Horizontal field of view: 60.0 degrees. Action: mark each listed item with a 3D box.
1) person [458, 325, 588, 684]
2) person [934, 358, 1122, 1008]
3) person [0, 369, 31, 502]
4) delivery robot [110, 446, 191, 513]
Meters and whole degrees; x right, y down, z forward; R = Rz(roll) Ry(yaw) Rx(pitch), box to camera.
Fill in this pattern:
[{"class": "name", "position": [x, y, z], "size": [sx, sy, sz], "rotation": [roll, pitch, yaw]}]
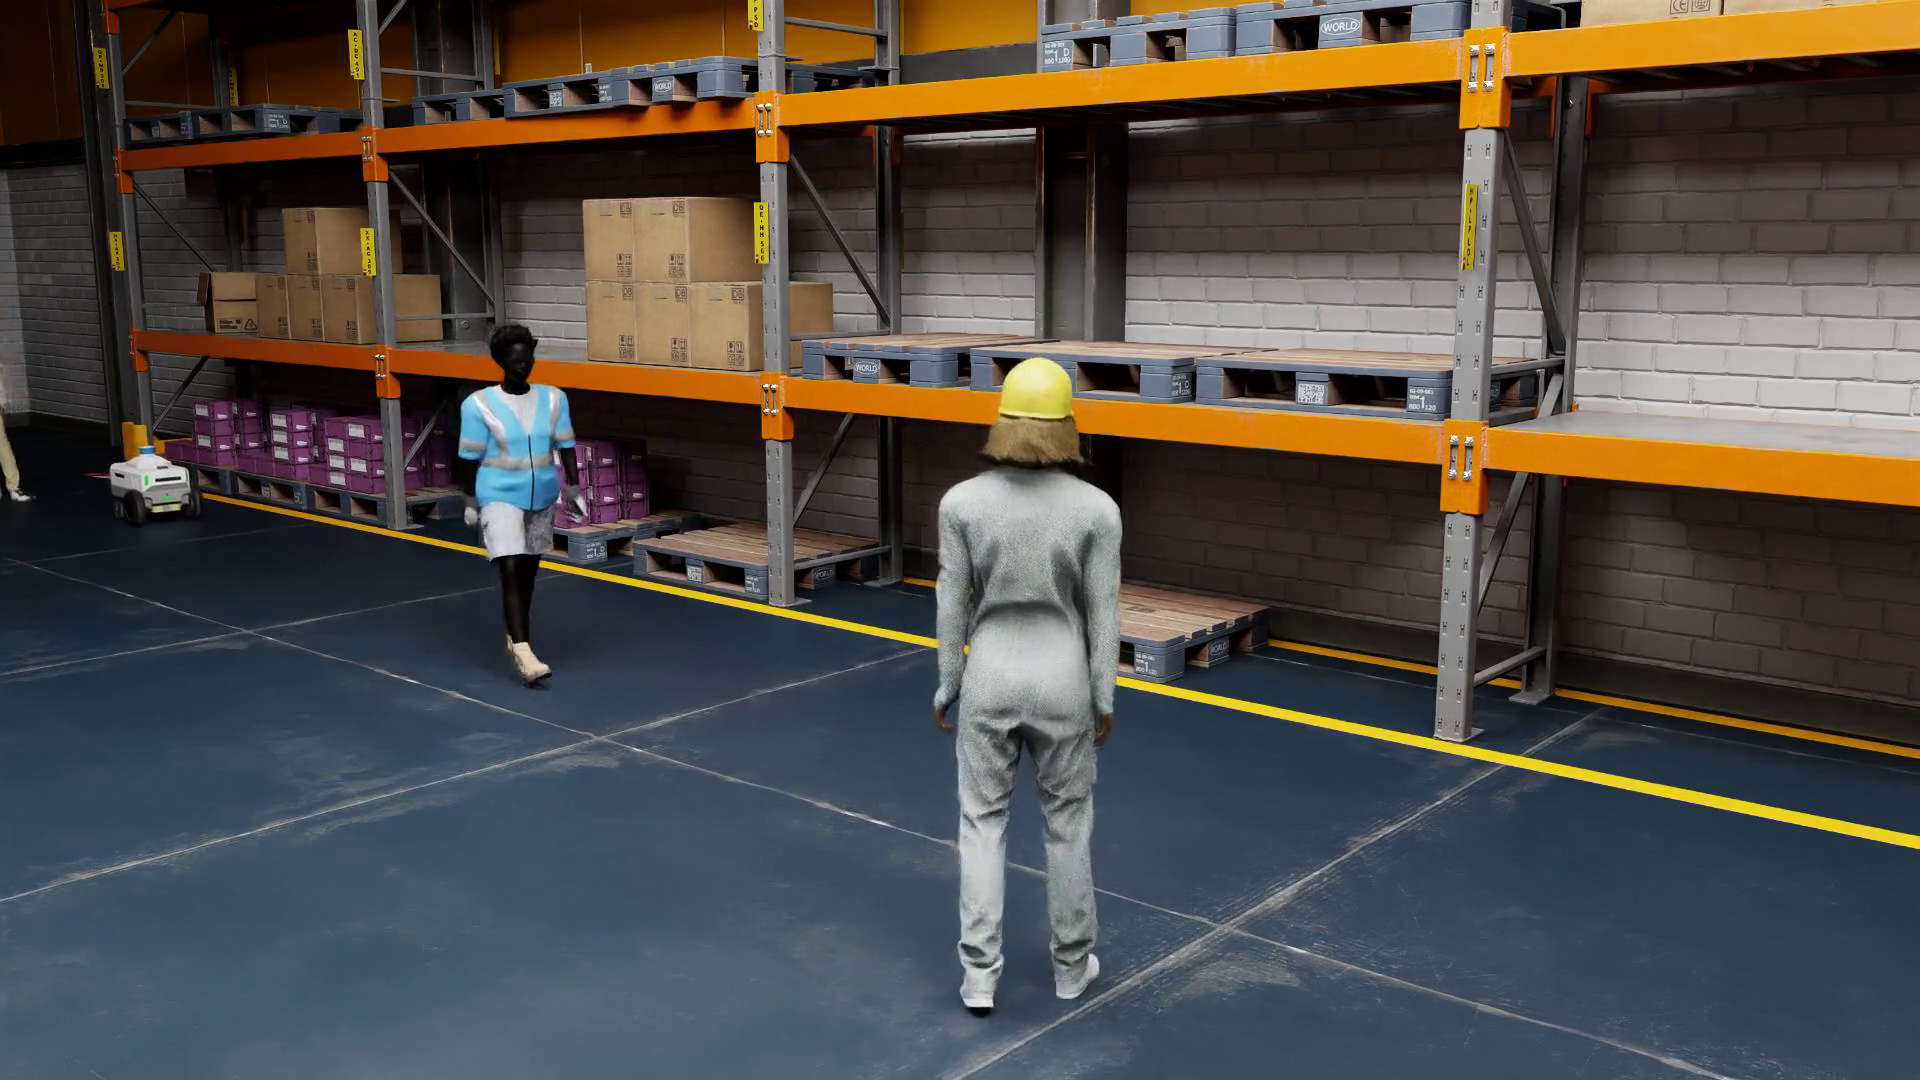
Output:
[{"class": "person", "position": [-2.020, -0.168, 7.798], "size": [0.548, 1.656, 0.815], "rotation": [-9, 13, -40]}, {"class": "person", "position": [0.179, 0.393, 4.430], "size": [0.492, 1.753, 0.350], "rotation": [1, 10, 8]}, {"class": "person", "position": [-7.756, -1.081, 13.196], "size": [0.666, 1.602, 0.322], "rotation": [4, 11, 21]}, {"class": "delivery robot", "position": [-6.008, -0.454, 12.328], "size": [0.707, 0.478, 0.477], "rotation": [9, 14, 43]}]
